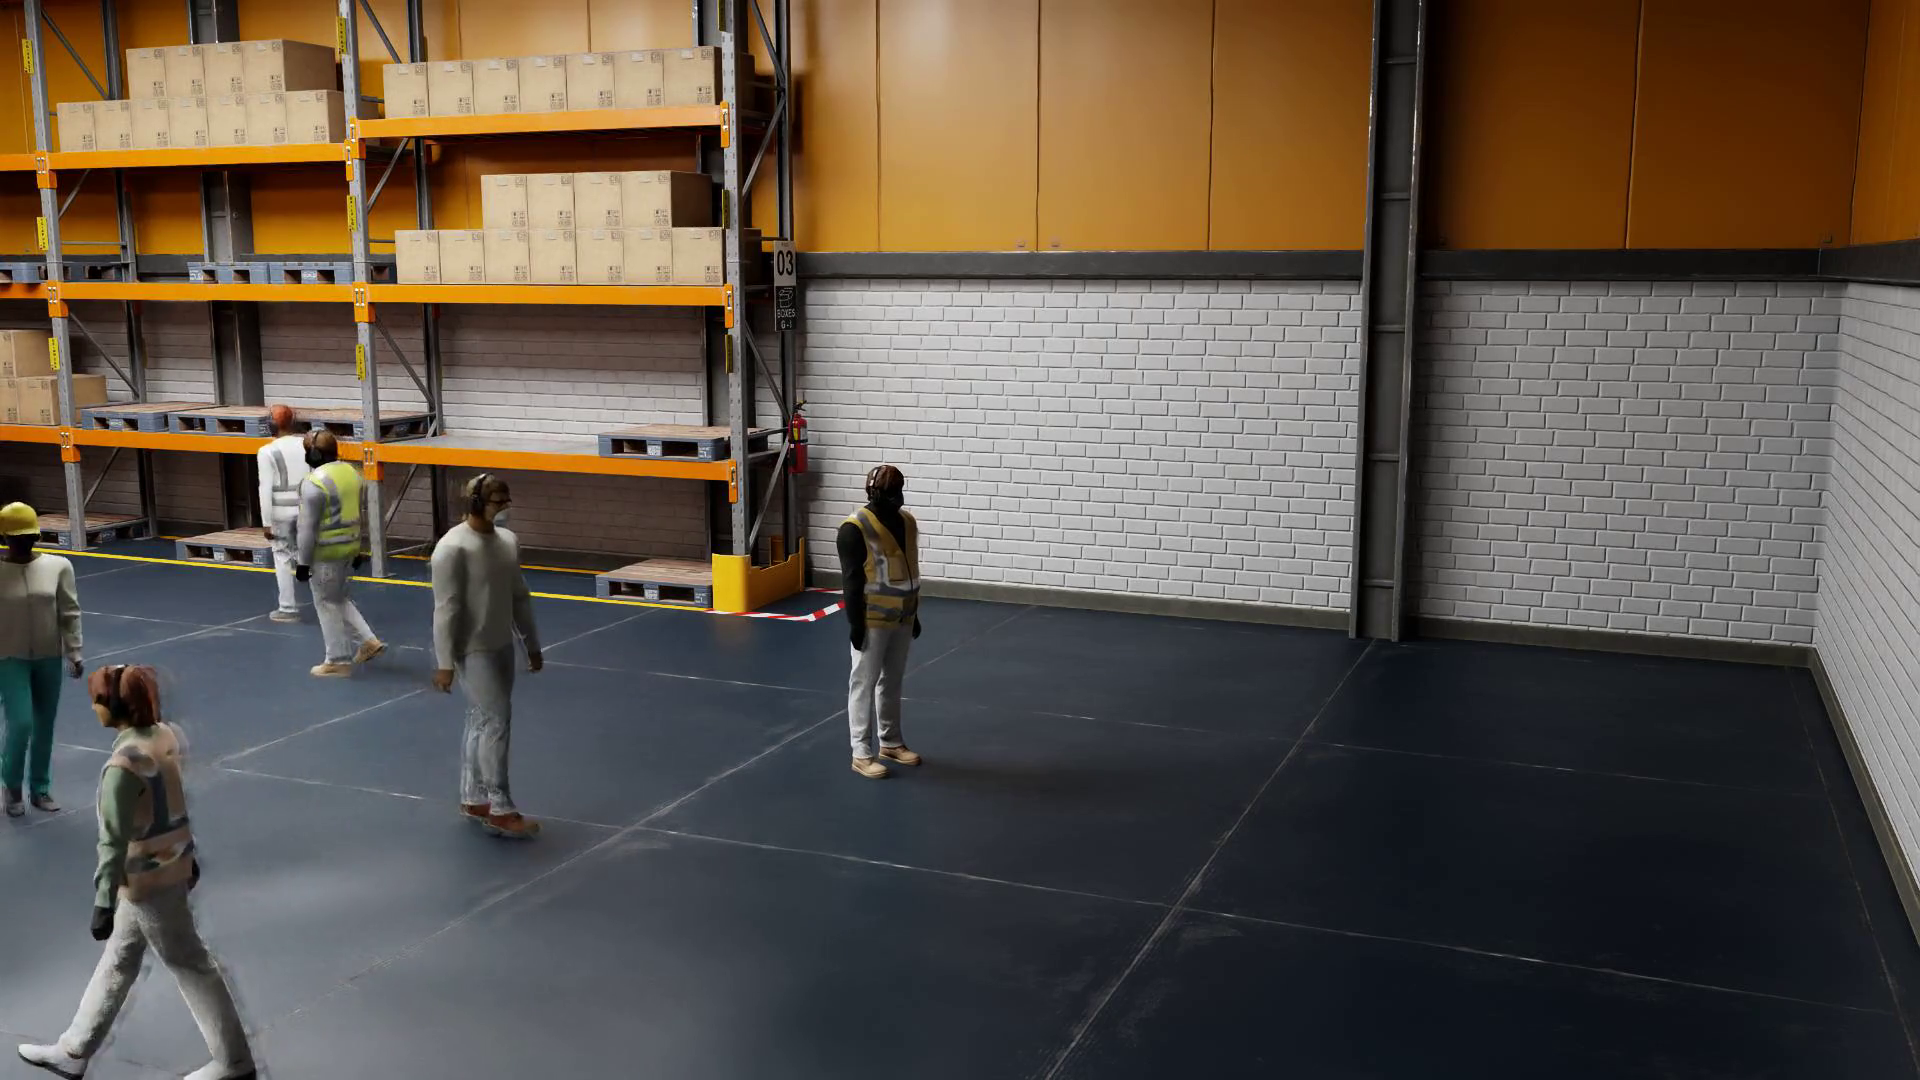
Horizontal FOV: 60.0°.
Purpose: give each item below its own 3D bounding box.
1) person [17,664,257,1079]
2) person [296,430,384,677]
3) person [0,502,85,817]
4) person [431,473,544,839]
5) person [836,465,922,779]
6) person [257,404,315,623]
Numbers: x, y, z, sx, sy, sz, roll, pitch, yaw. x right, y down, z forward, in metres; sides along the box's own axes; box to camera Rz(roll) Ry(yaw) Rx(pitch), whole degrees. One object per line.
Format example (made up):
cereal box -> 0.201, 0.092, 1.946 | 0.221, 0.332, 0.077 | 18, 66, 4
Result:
person -> -3.005, 1.231, 5.989 | 0.862, 1.590, 0.542 | -2, 10, -12
person -> -4.608, 0.105, 12.160 | 0.434, 1.826, 0.634 | 1, 9, 9
person -> -5.078, 0.653, 9.087 | 0.427, 1.745, 0.522 | 8, 12, 41
person -> -2.401, 0.605, 8.811 | 0.672, 1.923, 0.662 | 3, 10, 18
person -> -0.446, 0.470, 9.898 | 0.430, 1.845, 0.619 | 7, 12, 37
person -> -5.585, -0.212, 13.949 | 0.588, 1.870, 0.601 | 5, 11, 29
